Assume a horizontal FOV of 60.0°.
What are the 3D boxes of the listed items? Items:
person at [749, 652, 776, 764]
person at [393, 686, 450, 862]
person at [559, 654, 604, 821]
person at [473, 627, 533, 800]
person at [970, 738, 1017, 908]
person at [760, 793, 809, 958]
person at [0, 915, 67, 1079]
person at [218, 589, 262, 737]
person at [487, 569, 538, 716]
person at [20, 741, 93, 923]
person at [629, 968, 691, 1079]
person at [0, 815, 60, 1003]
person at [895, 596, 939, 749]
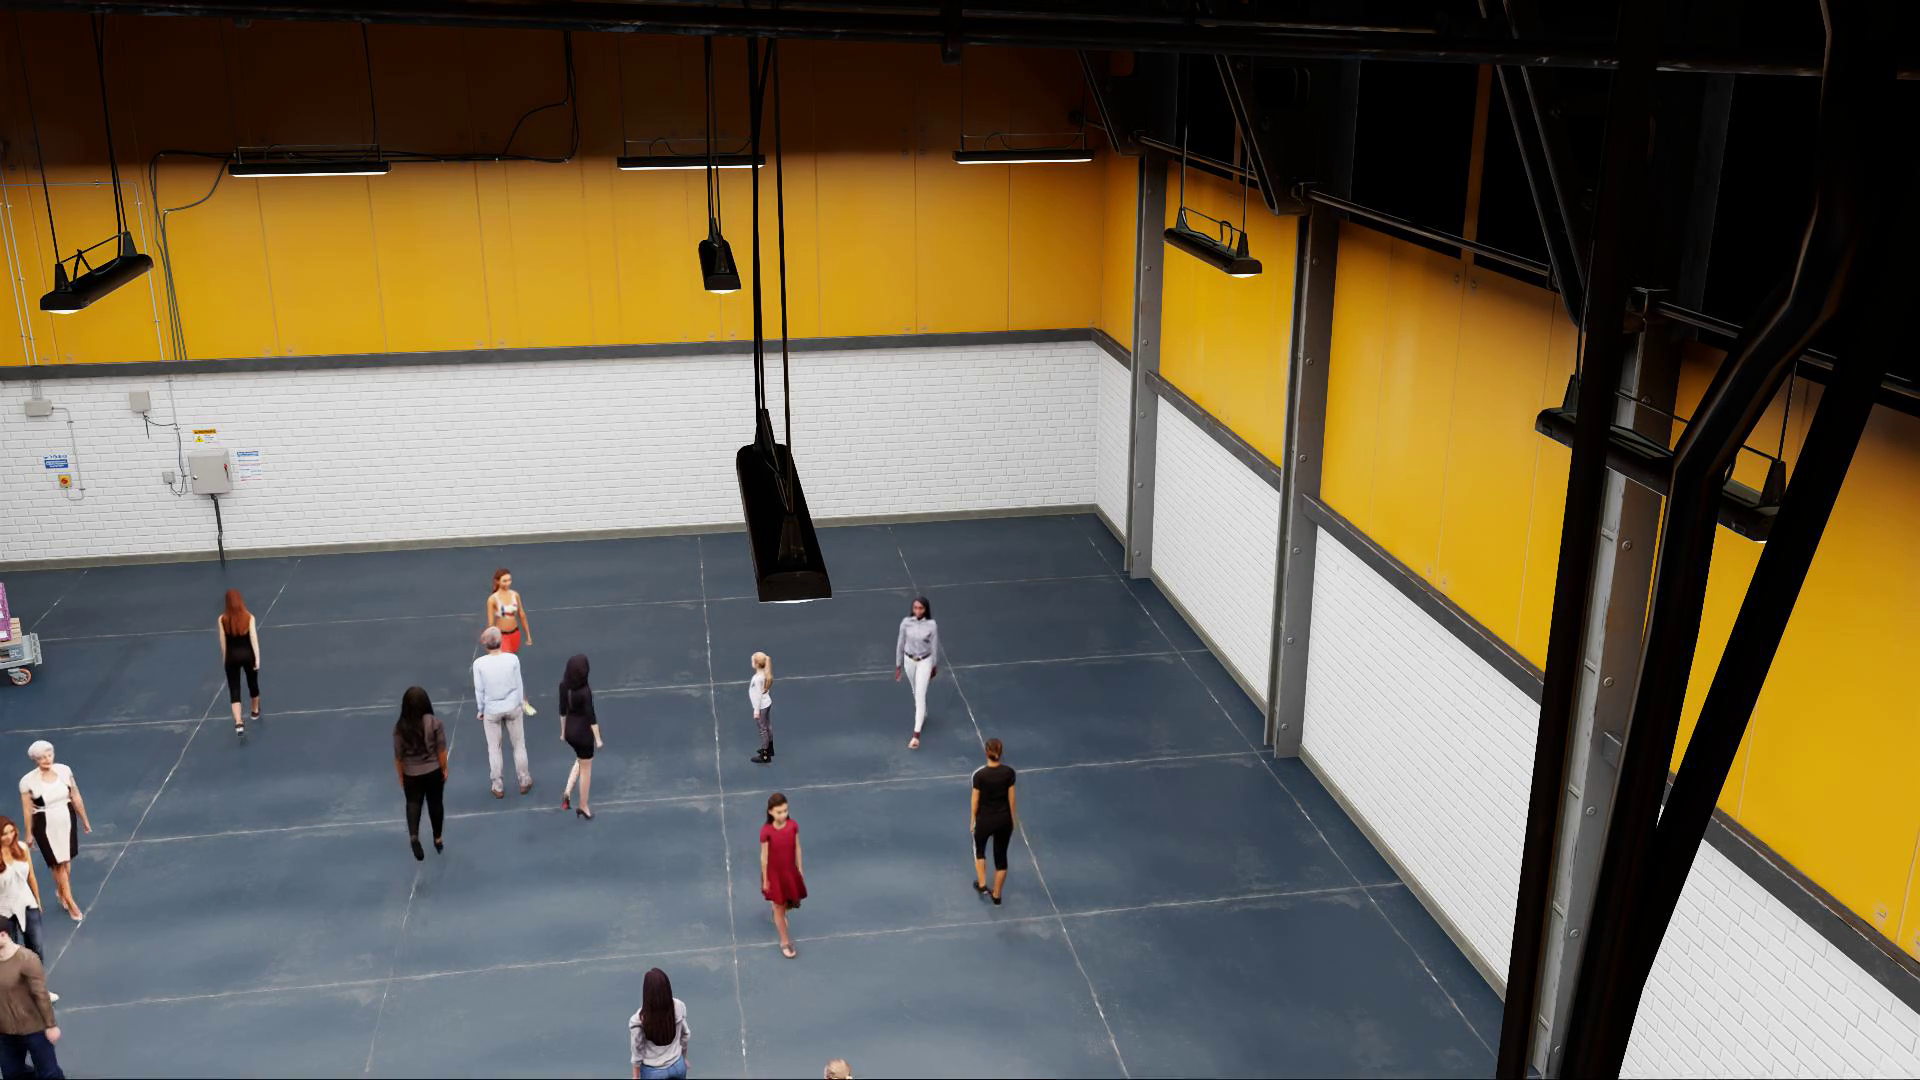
[{"bbox_3d":[-2.192,1.841,18.452,0.619,1.278,0.519,4,19,11],"label":"person"},{"bbox_3d":[-5.220,2.319,16.174,0.666,1.826,0.875,-4,19,-13],"label":"person"},{"bbox_3d":[-3.952,2.063,16.985,0.761,1.793,0.826,15,24,38],"label":"person"},{"bbox_3d":[-4.839,1.810,17.585,0.690,1.889,0.614,-6,19,-17],"label":"person"},{"bbox_3d":[0.326,2.646,15.461,0.601,1.661,0.655,-4,19,-12],"label":"person"},{"bbox_3d":[-1.612,2.925,14.815,0.702,1.544,0.855,-10,21,-28],"label":"person"},{"bbox_3d":[-6.951,3.562,12.416,0.812,1.868,0.819,1,19,4],"label":"person"},{"bbox_3d":[-8.274,1.415,19.062,0.702,1.696,1.157,-7,20,-19],"label":"person"},{"bbox_3d":[-5.398,1.179,19.695,1.049,1.739,1.234,-18,25,-42],"label":"person"},{"bbox_3d":[-8.397,2.641,15.360,0.972,1.735,0.909,13,23,34],"label":"person"},{"bbox_3d":[-2.141,3.823,12.009,0.679,1.632,0.666,-13,23,-34],"label":"person"},{"bbox_3d":[-7.927,3.105,13.910,0.770,1.781,0.702,12,22,31],"label":"person"},{"bbox_3d":[-0.465,1.438,19.024,0.983,1.677,1.278,5,19,16],"label":"person"}]
